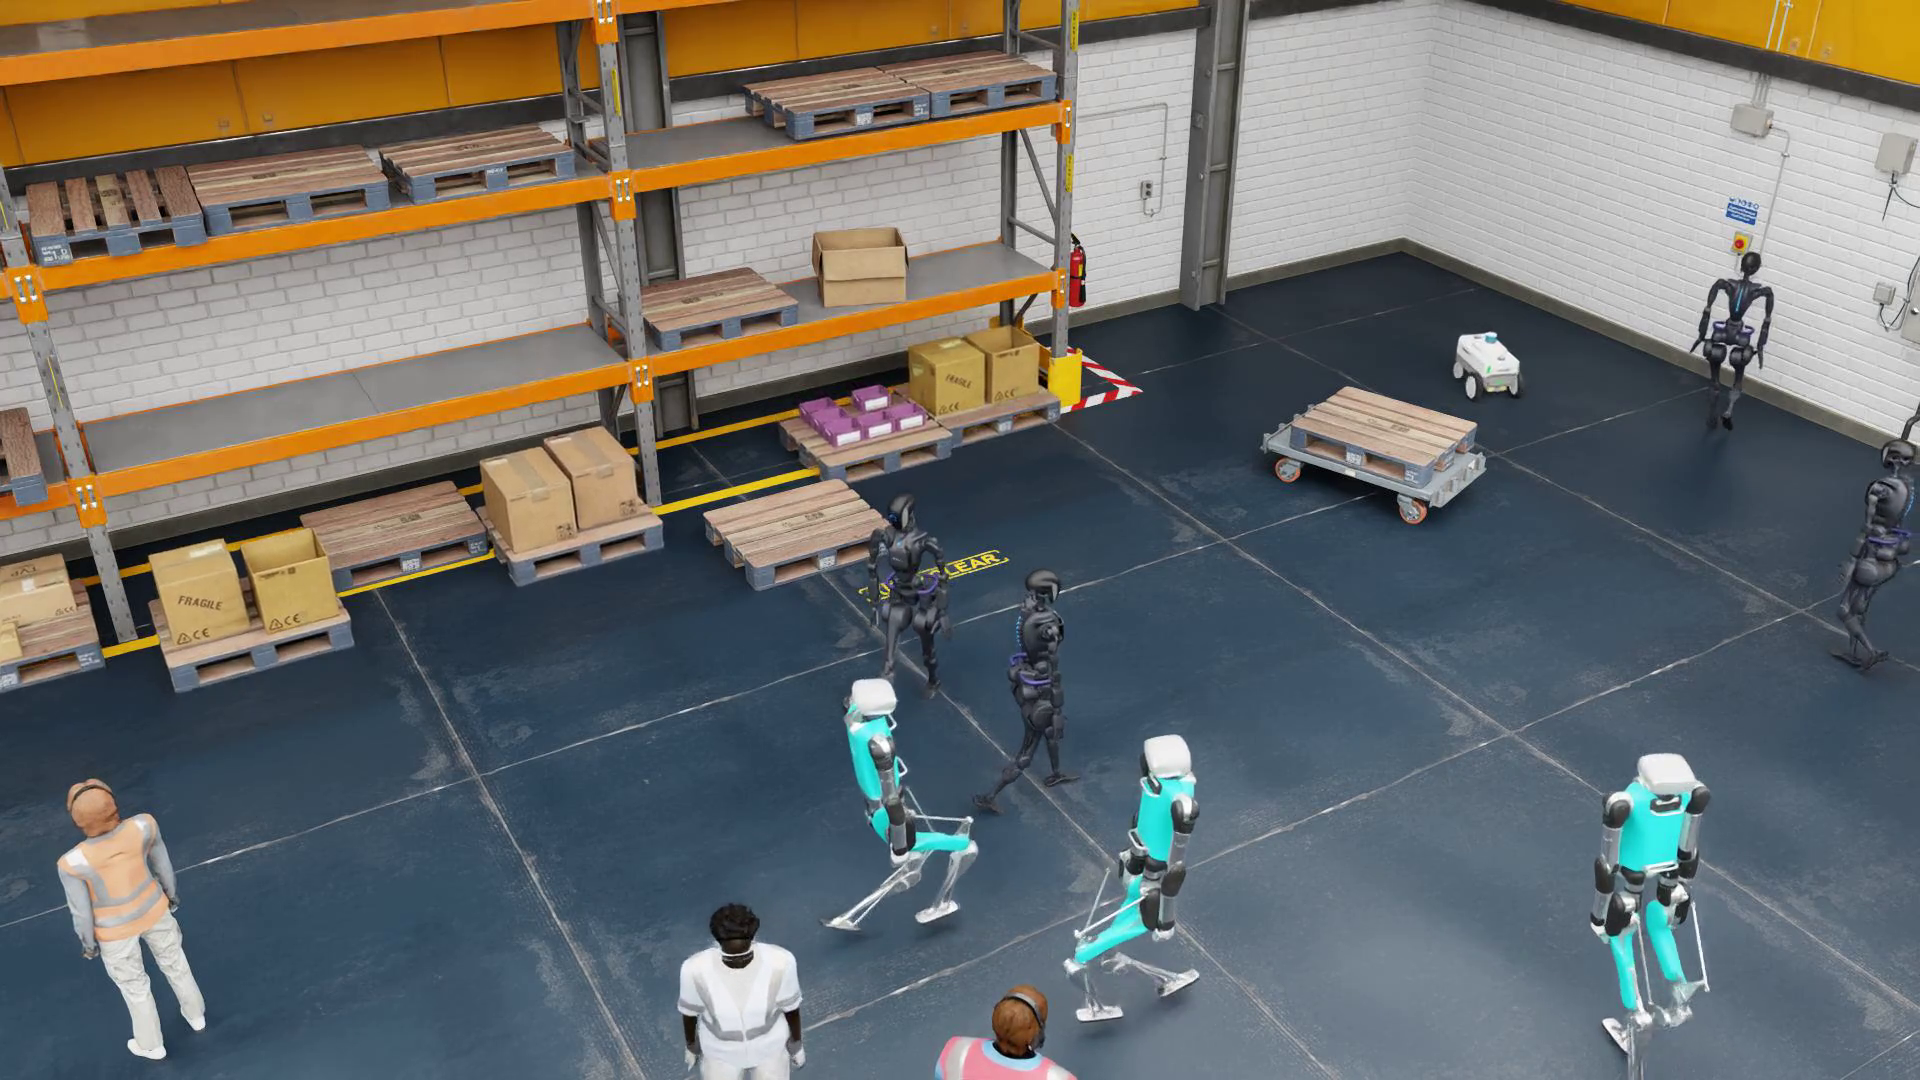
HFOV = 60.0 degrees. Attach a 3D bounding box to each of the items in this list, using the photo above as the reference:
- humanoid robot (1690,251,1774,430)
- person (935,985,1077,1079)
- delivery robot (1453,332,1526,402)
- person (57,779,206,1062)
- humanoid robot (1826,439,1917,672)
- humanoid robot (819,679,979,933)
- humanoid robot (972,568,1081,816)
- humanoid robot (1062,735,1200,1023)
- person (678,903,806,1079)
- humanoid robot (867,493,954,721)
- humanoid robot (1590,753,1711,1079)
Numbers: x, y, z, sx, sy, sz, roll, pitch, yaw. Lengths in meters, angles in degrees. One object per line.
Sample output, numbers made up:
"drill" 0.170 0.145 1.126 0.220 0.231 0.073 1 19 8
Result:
"humanoid robot" 6.762 -1.720 14.606 0.609 1.643 0.487 15 33 24
"person" 0.212 2.563 6.855 0.628 1.835 0.431 12 31 20
"delivery robot" 4.948 -1.658 15.595 0.499 0.572 0.747 -4 30 -8
"person" -4.108 1.885 8.245 0.306 1.636 0.523 19 35 30
"humanoid robot" 6.300 0.129 11.326 0.619 1.624 0.524 -19 35 -30
"humanoid robot" -0.271 1.458 8.890 1.031 1.729 0.530 -12 31 -20
"humanoid robot" 0.419 0.899 10.008 0.787 1.631 0.584 -10 31 -17
"humanoid robot" 0.823 1.775 8.334 0.950 1.751 0.544 -7 30 -13
"person" -0.969 2.286 7.487 0.550 1.681 0.368 -6 30 -10
"humanoid robot" -0.325 0.440 10.807 0.608 1.627 0.775 11 31 19
"humanoid robot" 3.407 1.983 8.067 0.550 1.878 0.818 -6 30 -10
